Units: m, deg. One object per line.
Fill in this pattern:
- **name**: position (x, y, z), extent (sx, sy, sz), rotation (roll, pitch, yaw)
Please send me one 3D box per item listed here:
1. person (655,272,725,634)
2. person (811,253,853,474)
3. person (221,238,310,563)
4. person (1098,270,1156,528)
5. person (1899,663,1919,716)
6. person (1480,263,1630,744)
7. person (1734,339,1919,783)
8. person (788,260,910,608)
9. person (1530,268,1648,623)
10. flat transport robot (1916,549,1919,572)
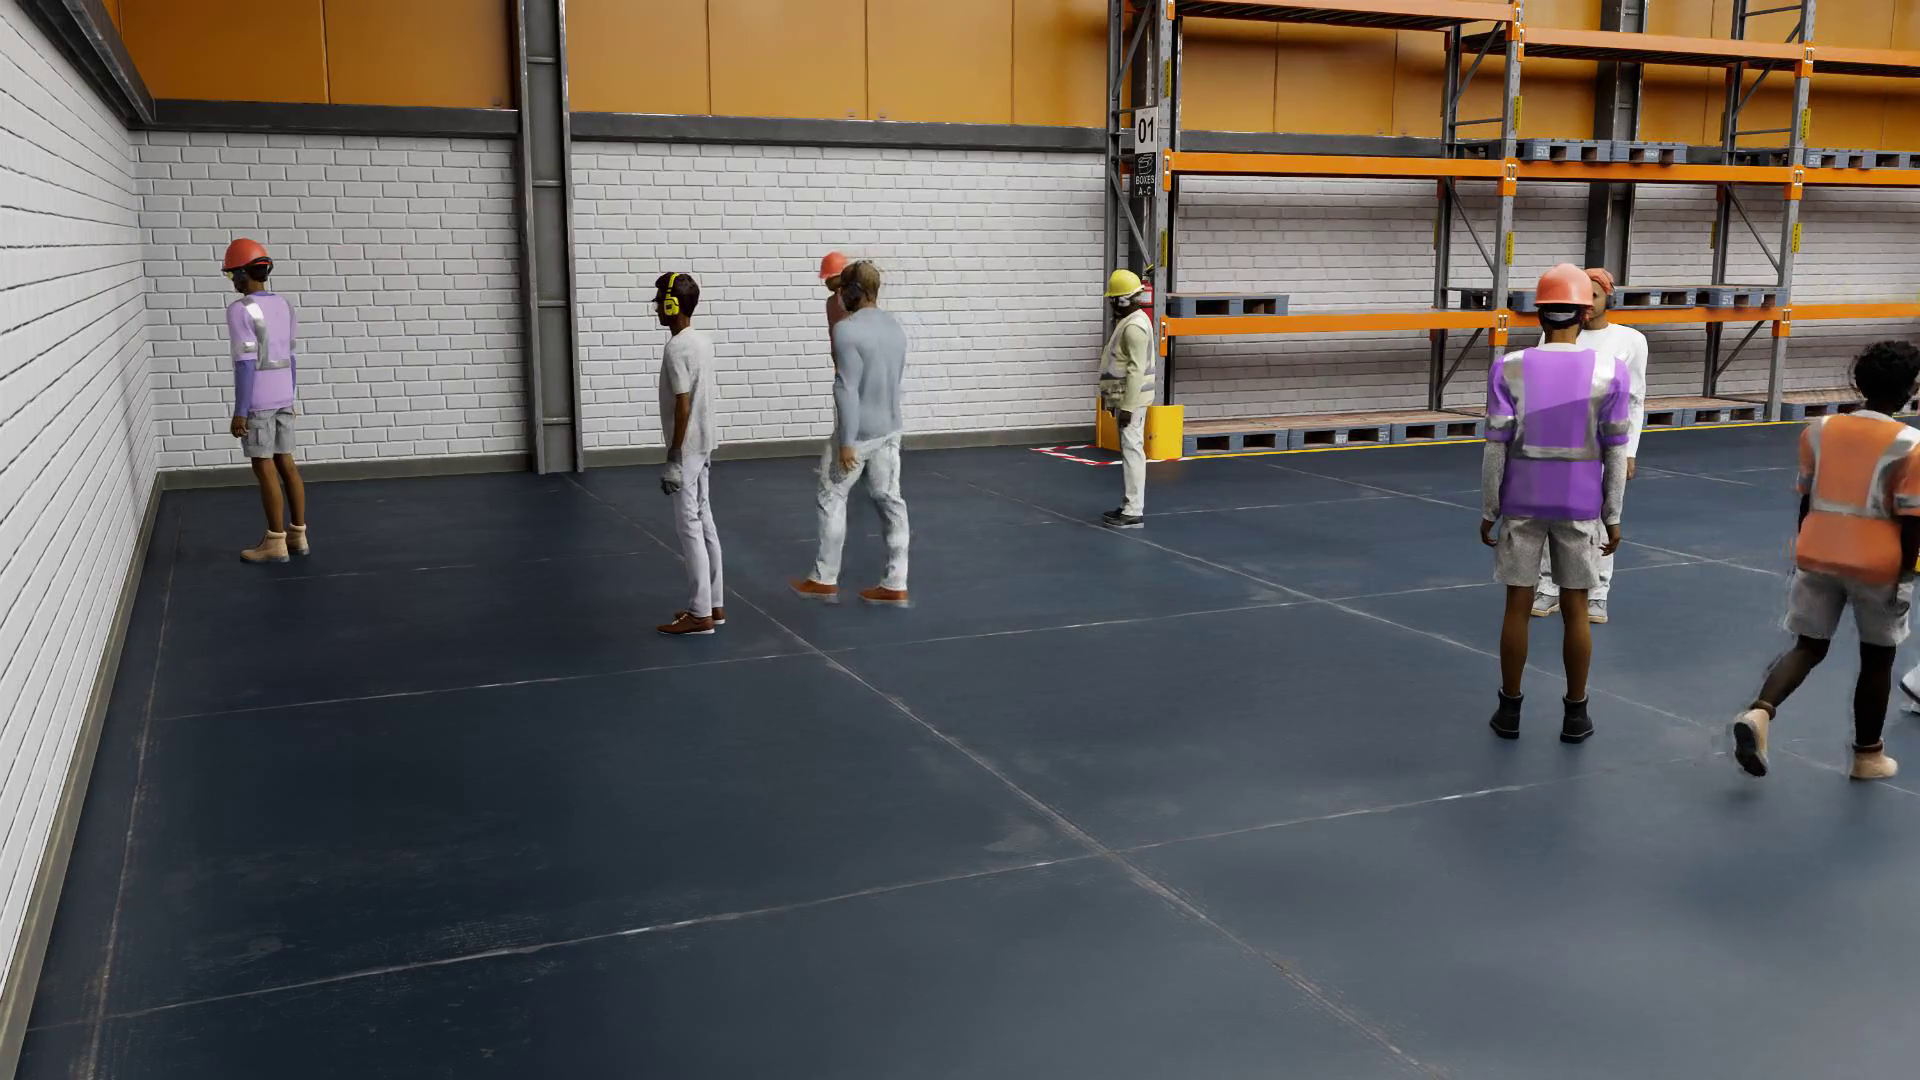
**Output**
- **person**: position (-1.415, -0.441, 8.596), extent (0.315, 1.869, 0.526), rotation (2, 10, 10)
- **person**: position (-0.969, -1.502, 14.378), extent (0.949, 1.915, 0.632), rotation (-7, 12, -33)
- **person**: position (-4.433, -0.874, 10.531), extent (0.394, 2.039, 0.614), rotation (2, 10, 10)
- **person**: position (1.180, -0.993, 11.798), extent (0.403, 1.824, 0.586), rotation (1, 10, 6)
- **person**: position (4.234, -0.154, 6.893), extent (0.431, 1.904, 0.579), rotation (5, 11, 27)
- **person**: position (2.399, -0.143, 6.752), extent (0.552, 1.933, 0.374), rotation (3, 11, 18)
- **person**: position (3.227, 0.102, 6.114), extent (0.689, 1.670, 0.538), rotation (-6, 12, -29)
- **person**: position (-0.621, -0.587, 9.277), extent (0.844, 1.910, 0.662), rotation (6, 12, 32)
- **person**: position (3.331, -0.501, 8.890), extent (0.575, 1.883, 0.355), rotation (6, 12, 32)
- **flat transport robot**: position (6.376, 0.044, 10.343), extent (1.431, 0.197, 0.652), rotation (0, 10, 3)
